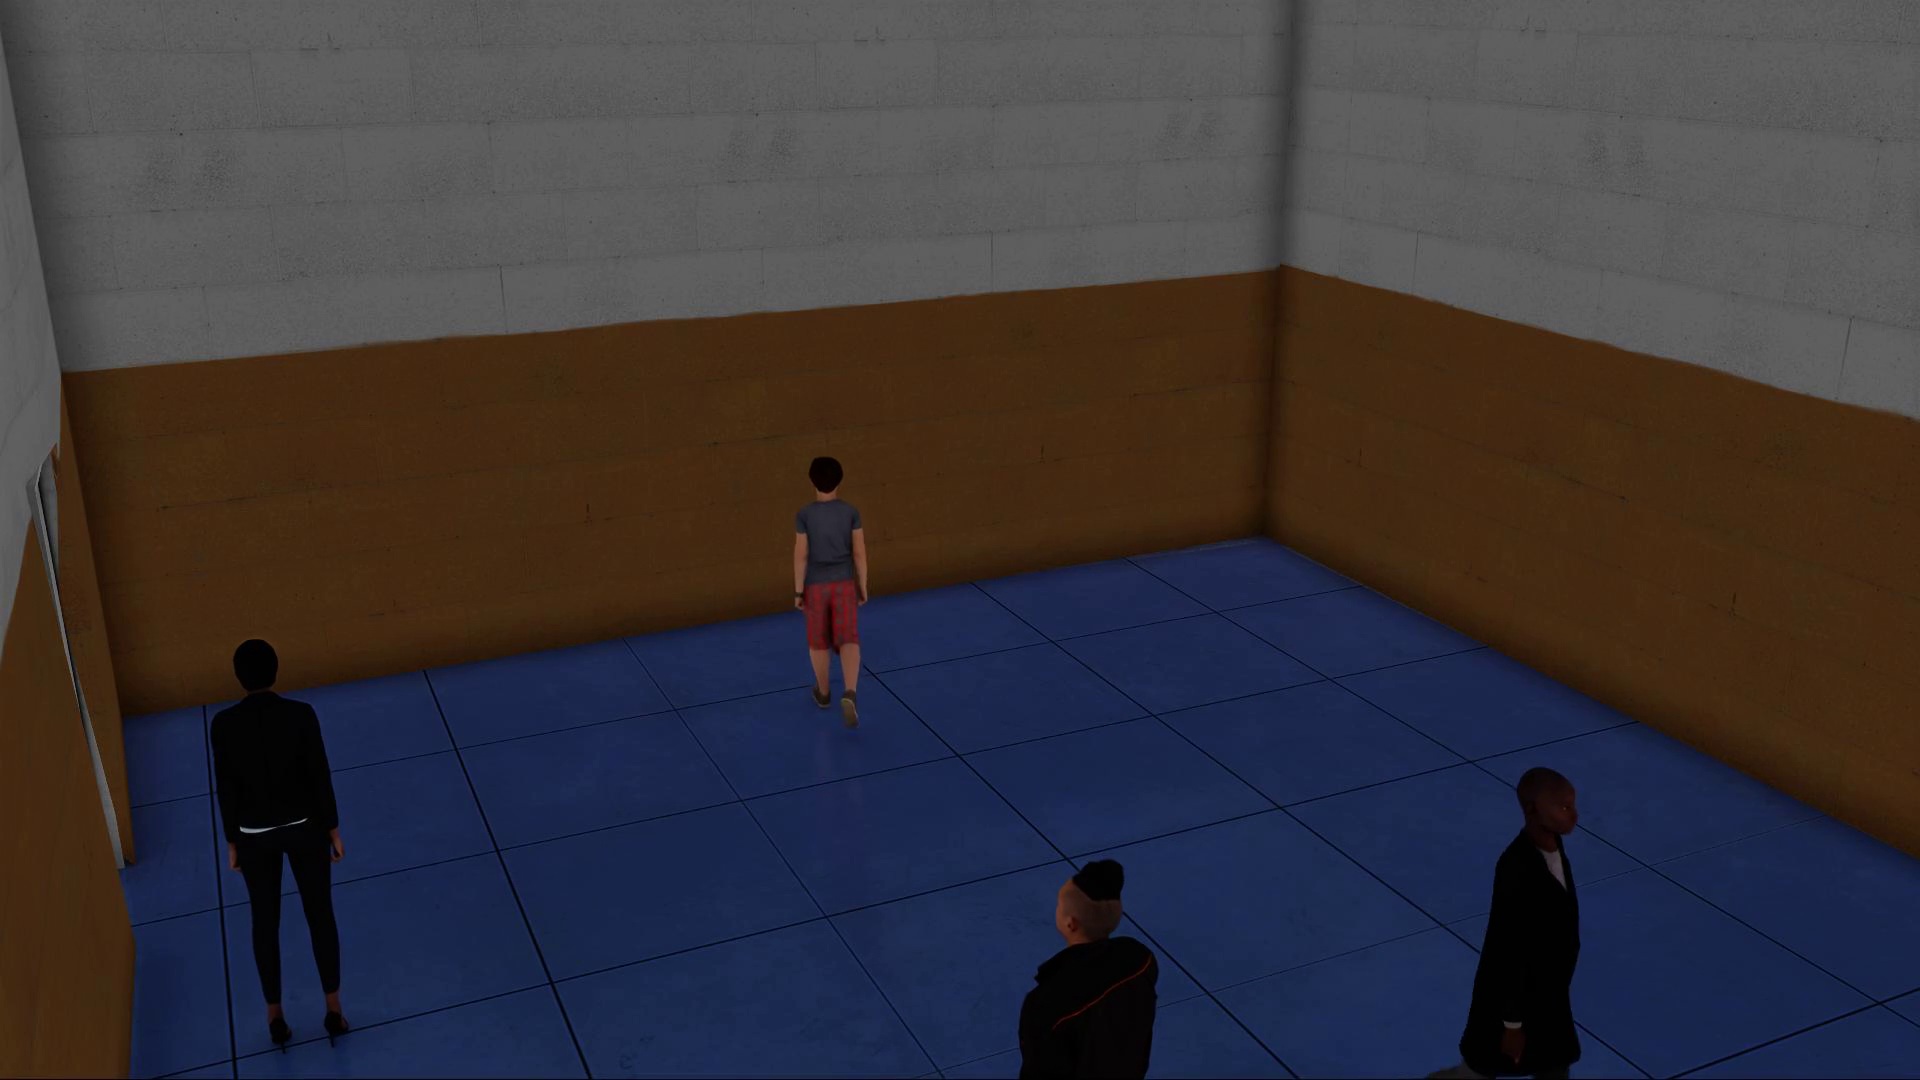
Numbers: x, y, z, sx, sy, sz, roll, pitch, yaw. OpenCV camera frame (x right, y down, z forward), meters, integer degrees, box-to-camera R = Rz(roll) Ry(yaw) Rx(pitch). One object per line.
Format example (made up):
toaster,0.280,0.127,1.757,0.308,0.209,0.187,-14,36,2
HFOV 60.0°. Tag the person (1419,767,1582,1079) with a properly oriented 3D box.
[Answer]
person,1.922,1.621,6.007,1.011,1.729,1.182,16,25,40

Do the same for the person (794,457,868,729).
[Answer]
person,-0.769,0.331,9.969,1.029,1.629,0.854,-3,19,-8

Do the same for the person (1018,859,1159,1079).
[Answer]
person,0.391,1.812,5.199,0.902,1.860,0.724,15,24,38

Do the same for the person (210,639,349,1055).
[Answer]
person,-2.801,1.270,6.888,0.535,1.832,0.706,-4,19,-12
